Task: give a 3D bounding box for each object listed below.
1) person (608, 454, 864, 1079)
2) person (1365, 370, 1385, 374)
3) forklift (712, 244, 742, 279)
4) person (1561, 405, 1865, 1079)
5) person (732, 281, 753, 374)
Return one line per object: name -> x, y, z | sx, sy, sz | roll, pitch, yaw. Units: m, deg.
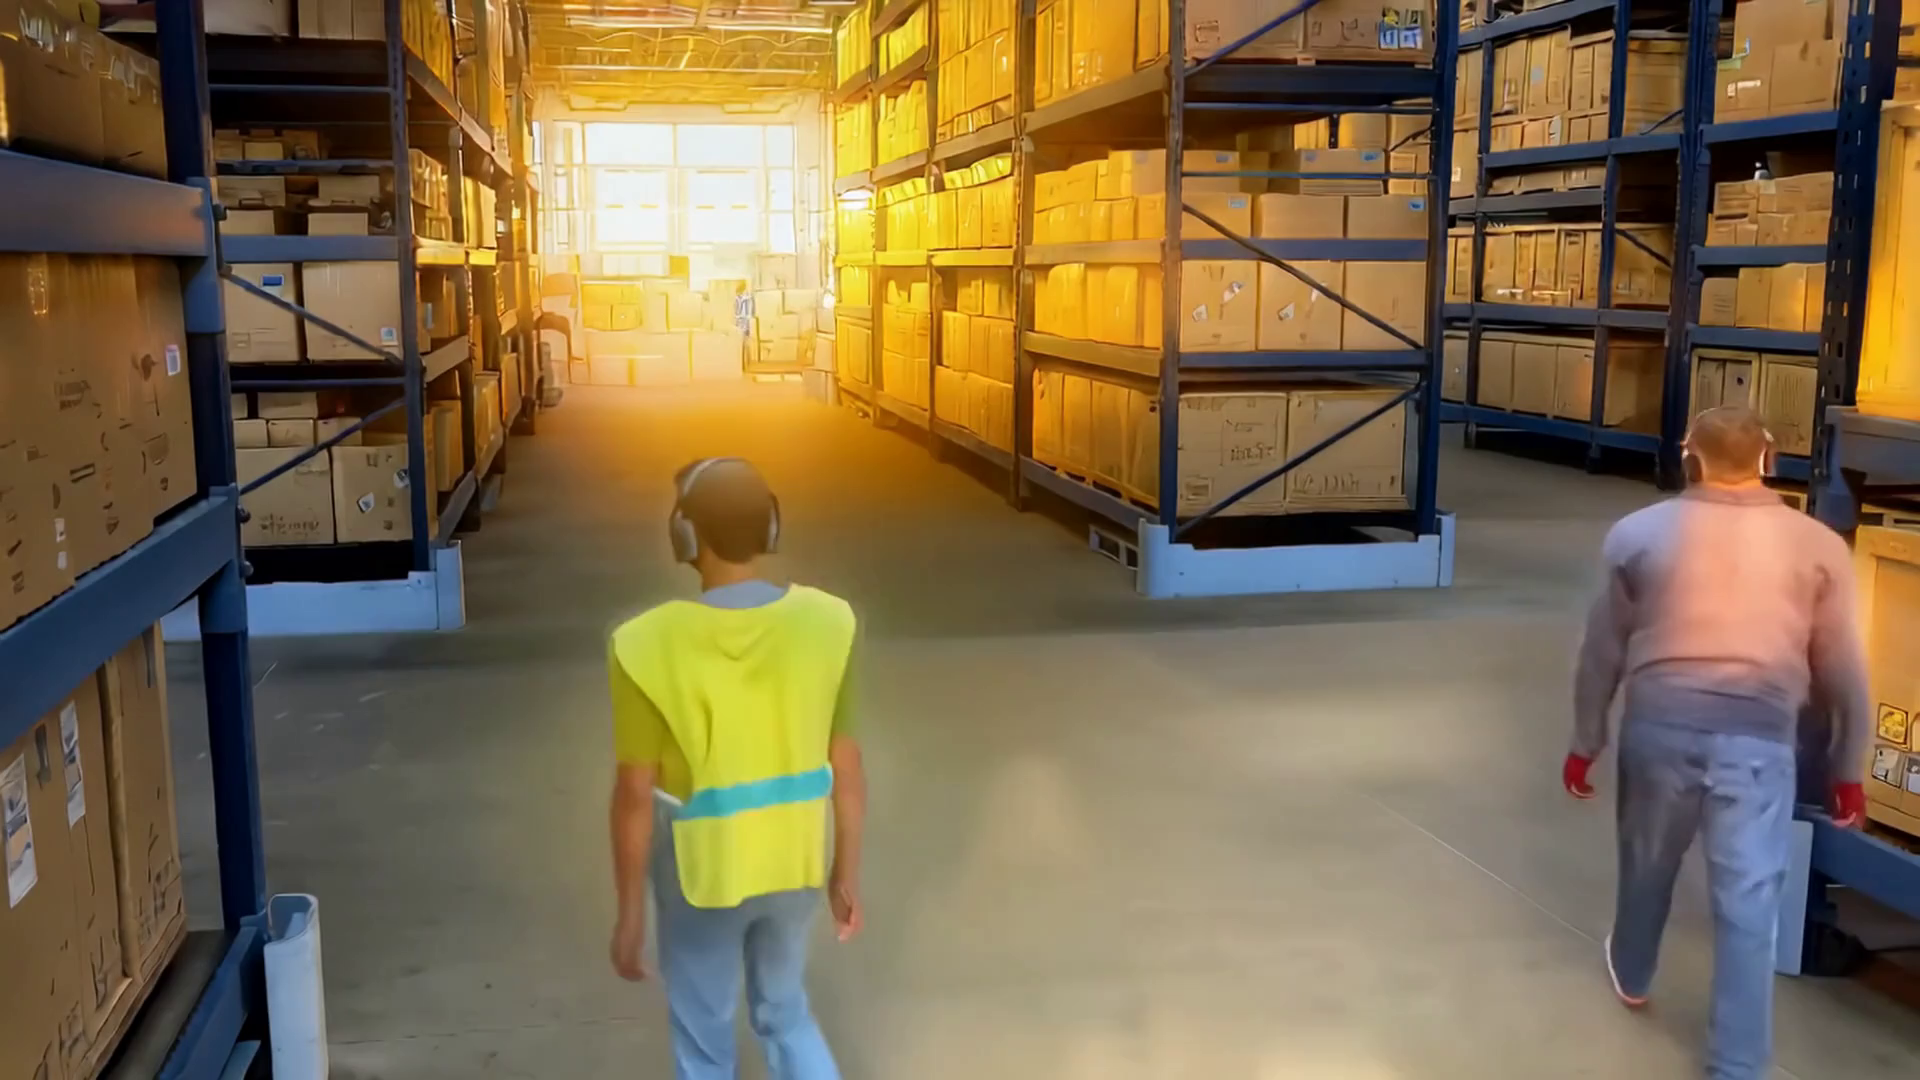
person -> -0.457, 0.736, 3.546 | 0.565, 1.831, 0.525 | -7, 11, -36
person -> 3.697, -1.142, 15.404 | 0.319, 1.690, 0.530 | -9, 13, -43
forklift -> -6.149, -6.433, 44.035 | 1.873, 2.768, 1.129 | 4, 10, 25
person -> 2.069, 0.564, 4.571 | 0.731, 1.836, 1.031 | 4, 10, 25
person -> -4.550, -4.436, 34.745 | 0.376, 1.933, 0.544 | -7, 12, -37
